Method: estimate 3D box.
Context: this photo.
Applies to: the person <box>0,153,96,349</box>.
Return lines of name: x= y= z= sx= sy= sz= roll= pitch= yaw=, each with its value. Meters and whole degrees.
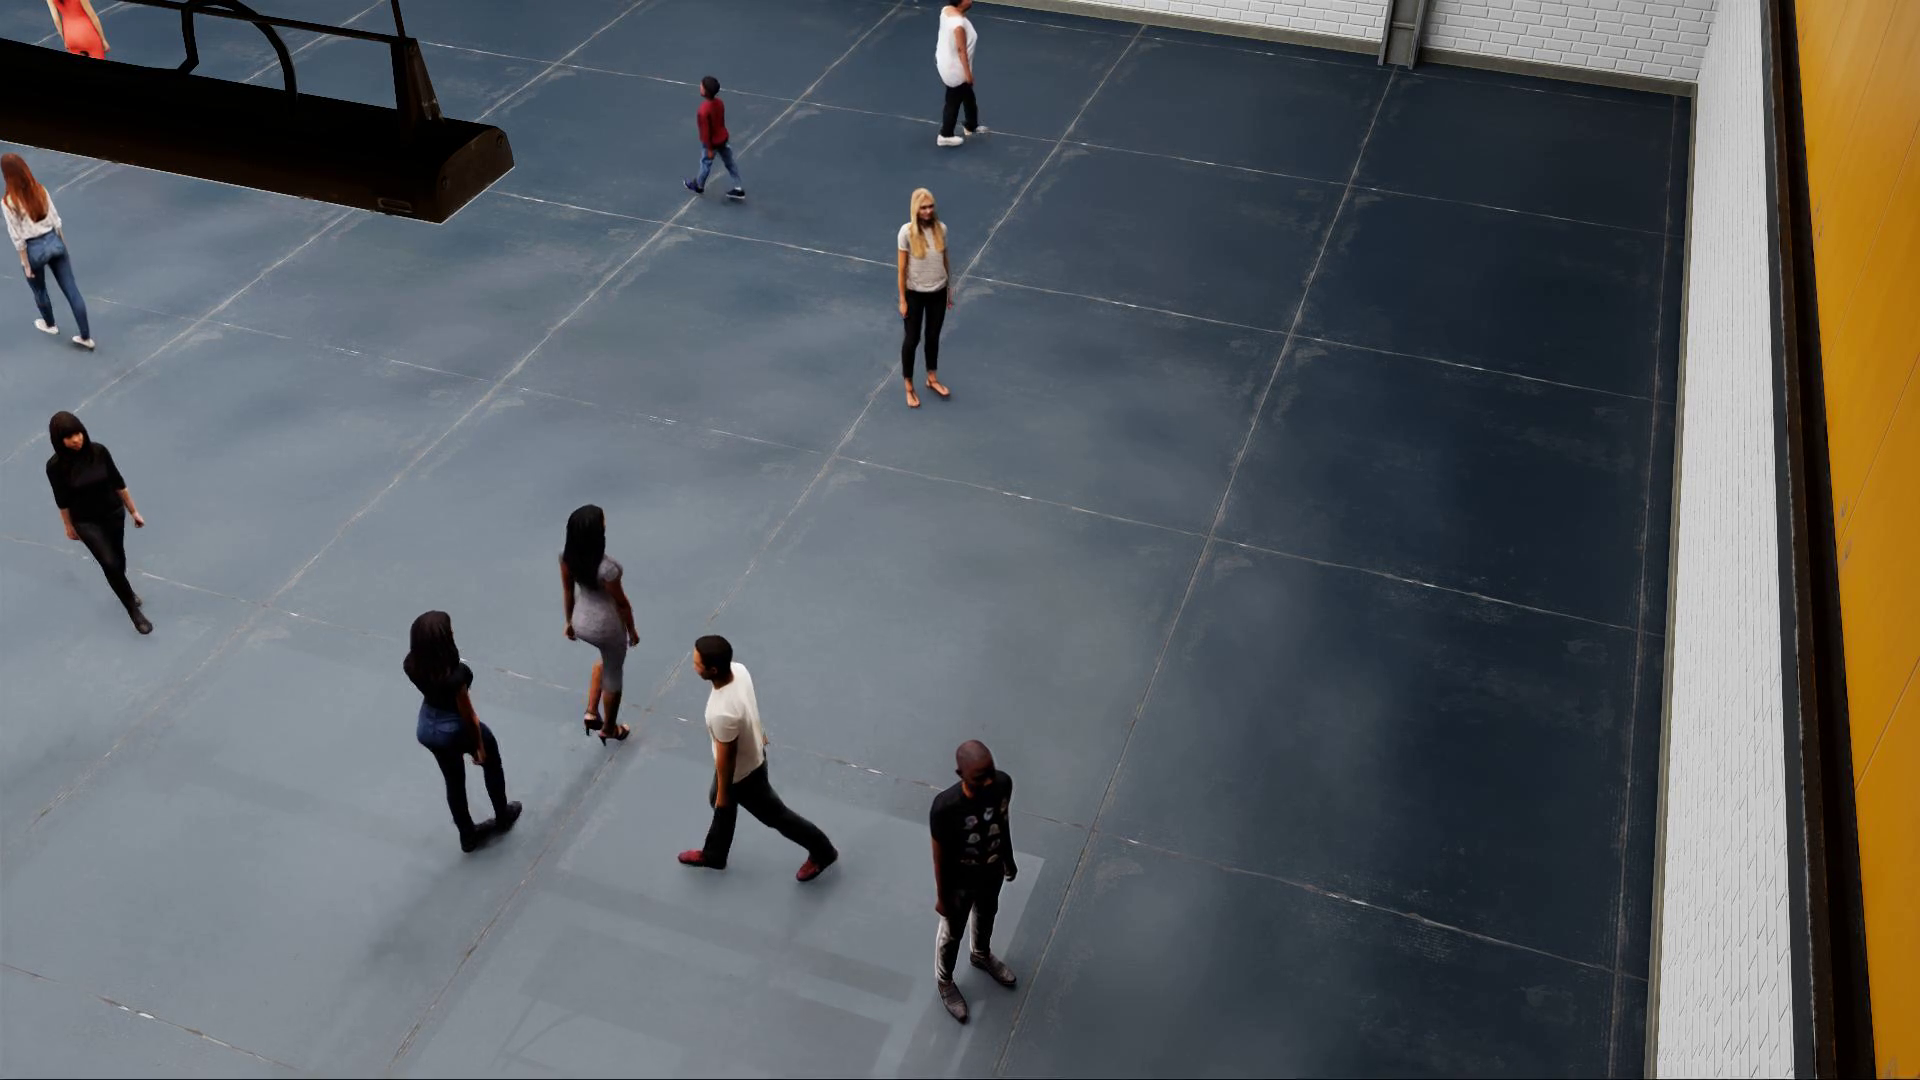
person: x=-7.497 y=-2.342 z=13.699 sx=0.995 sy=1.708 sz=0.784 roll=26 pitch=45 yaw=29

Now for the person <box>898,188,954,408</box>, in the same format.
person: x=-0.295 y=-1.934 z=13.093 sx=0.685 sy=1.827 sz=0.724 roll=-20 pitch=43 yaw=-23

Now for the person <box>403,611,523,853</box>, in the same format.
person: x=-2.906 y=1.145 z=9.321 sx=0.621 sy=1.723 sz=0.641 roll=16 pitch=41 yaw=19

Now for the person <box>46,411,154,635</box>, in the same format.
person: x=-5.779 y=-0.196 z=11.075 sx=0.975 sy=1.628 sz=0.785 roll=29 pitch=47 yaw=32

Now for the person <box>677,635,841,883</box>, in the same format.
person: x=-1.104 y=1.240 z=9.176 sx=1.282 sy=1.754 sz=1.018 roll=-4 pitch=39 yaw=-5

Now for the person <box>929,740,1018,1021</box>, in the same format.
person: x=0.056 y=1.697 z=8.563 sx=0.761 sy=1.805 sz=0.777 roll=-26 pitch=46 yaw=-29

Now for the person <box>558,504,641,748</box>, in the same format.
person: x=-2.213 y=0.610 z=9.958 sx=0.636 sy=1.764 sz=0.710 roll=23 pitch=44 yaw=26

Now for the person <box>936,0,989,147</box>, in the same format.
person: x=-0.098 y=-4.772 z=16.774 sx=0.955 sy=1.666 sz=0.872 roll=-8 pitch=39 yaw=-10

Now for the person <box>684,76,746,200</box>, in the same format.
person: x=-2.289 y=-3.819 z=15.931 sx=0.887 sy=1.230 sz=0.597 roll=19 pitch=42 yaw=22

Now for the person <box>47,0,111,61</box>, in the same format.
person: x=-9.112 y=-5.201 z=17.266 sx=0.607 sy=1.722 sz=0.725 roll=-4 pitch=39 yaw=-5
